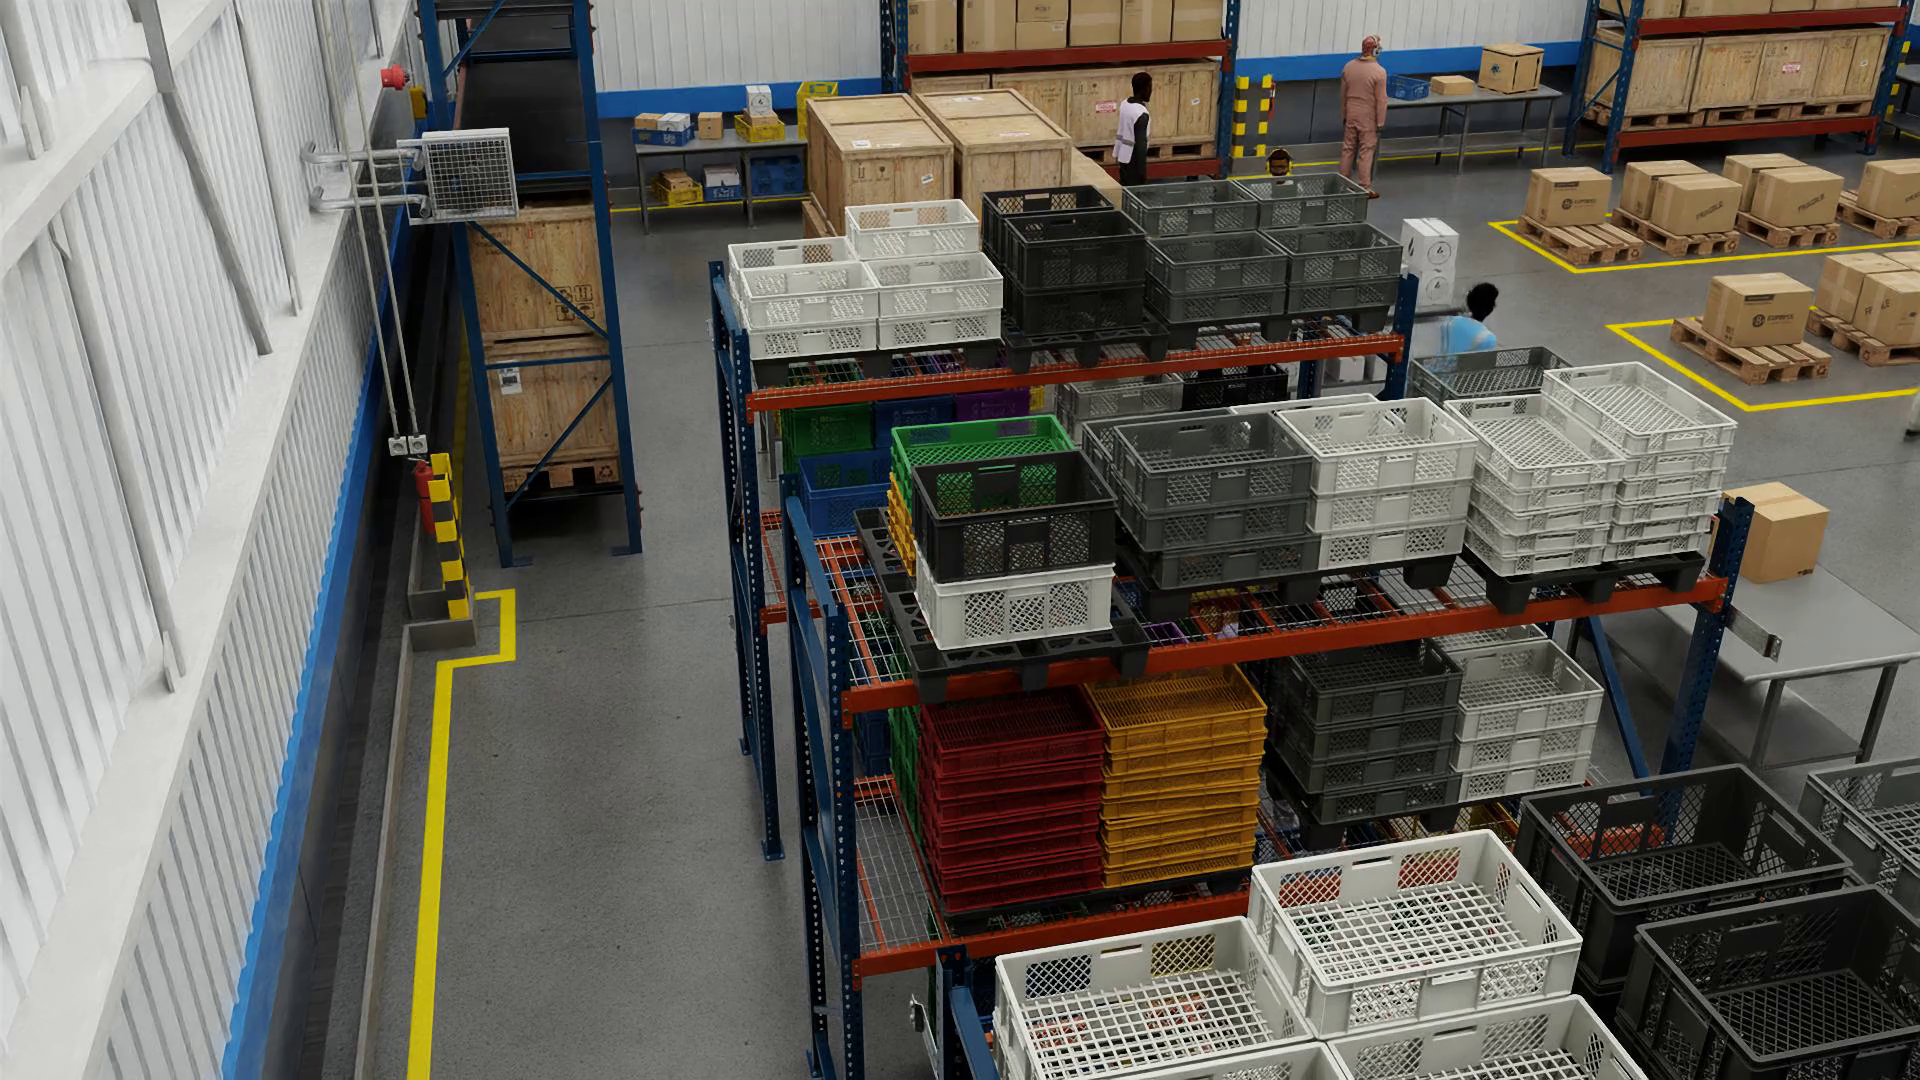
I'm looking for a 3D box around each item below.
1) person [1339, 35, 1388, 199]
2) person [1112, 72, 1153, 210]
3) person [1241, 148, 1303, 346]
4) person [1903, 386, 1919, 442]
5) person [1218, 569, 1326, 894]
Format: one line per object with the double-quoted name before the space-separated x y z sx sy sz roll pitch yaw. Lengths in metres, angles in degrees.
"person" 4.820 -5.036 19.830 0.410 1.908 0.643 -20 34 -34
"person" 1.868 -4.115 18.084 0.385 1.912 0.592 -8 29 -14
"person" 2.894 -2.721 15.475 0.518 1.874 0.329 0 28 0
"person" 8.007 -1.566 13.338 0.404 1.827 0.608 -10 30 -19
"person" 1.569 0.990 8.374 0.635 1.934 0.373 2 28 3
